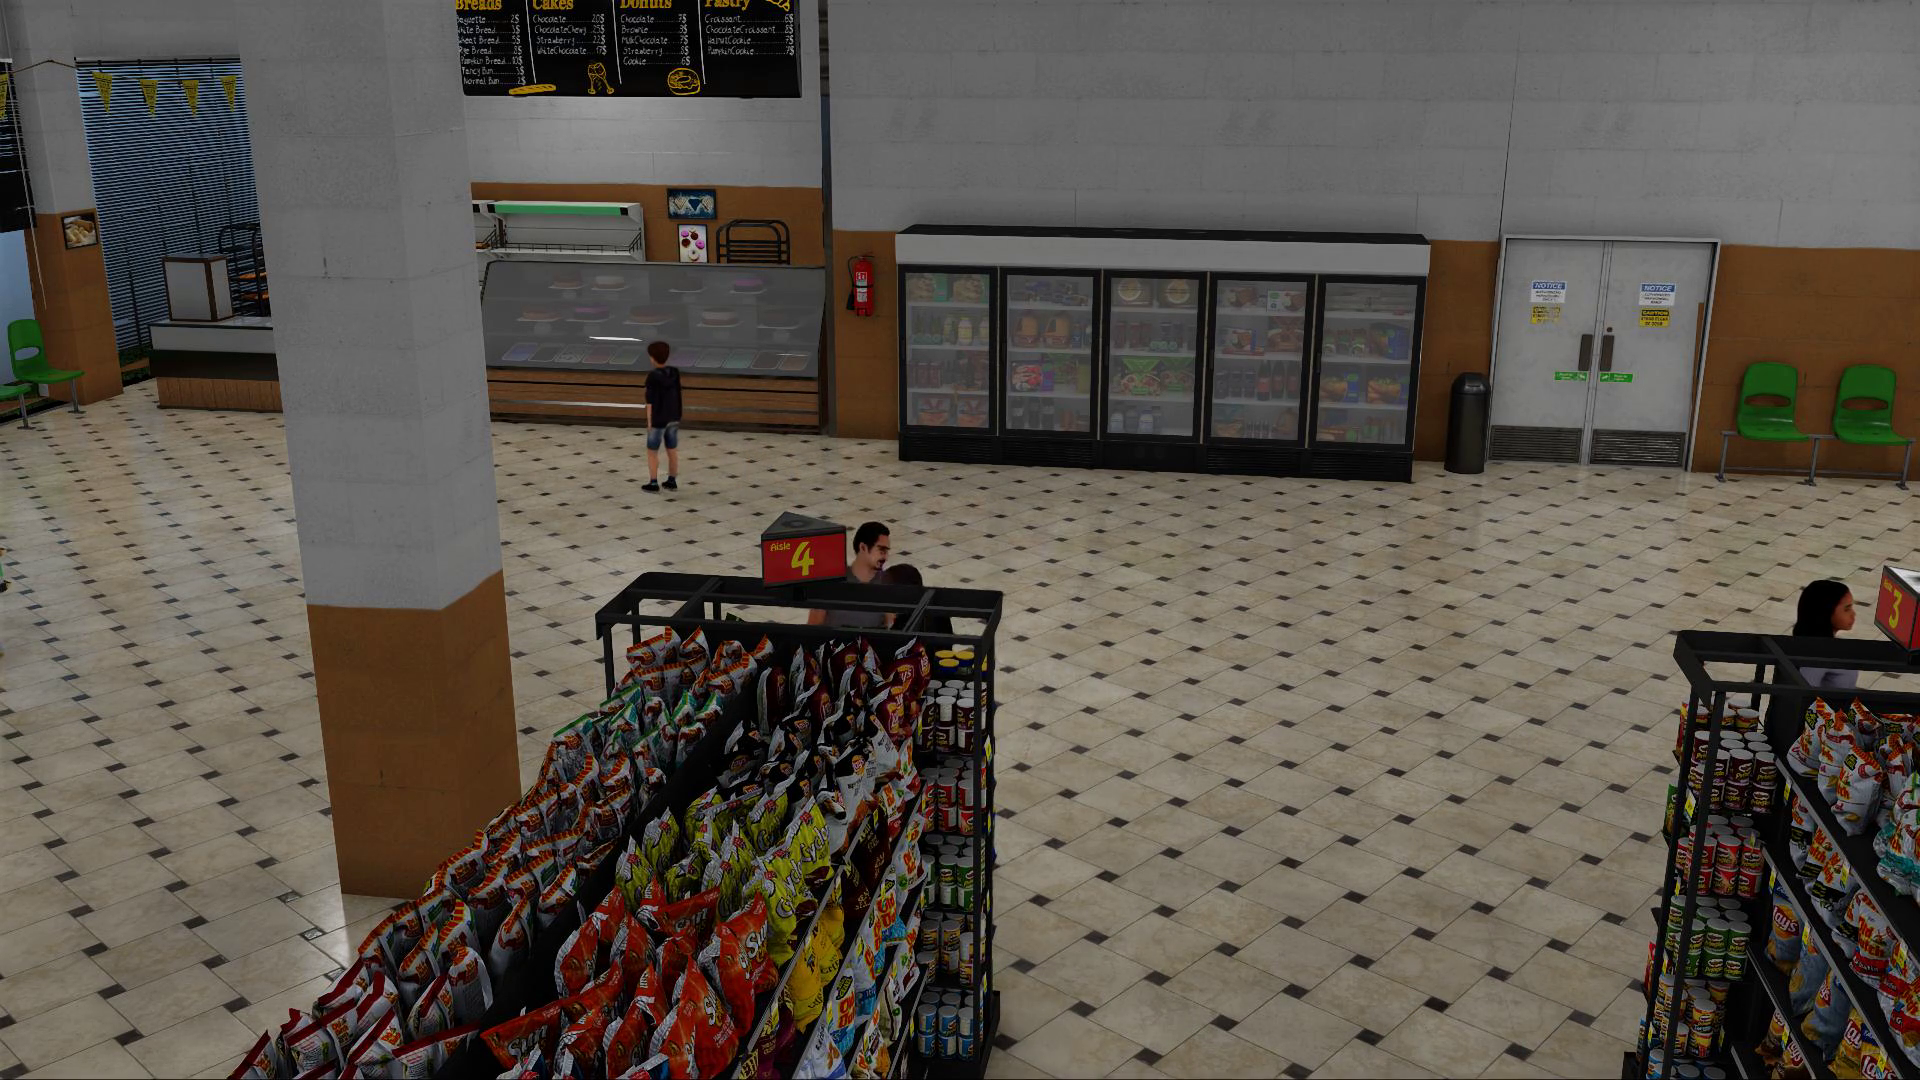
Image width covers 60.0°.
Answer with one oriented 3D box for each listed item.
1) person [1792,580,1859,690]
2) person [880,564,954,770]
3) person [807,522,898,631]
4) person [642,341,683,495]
[{"bbox_3d":[4.056,1.023,8.003,0.737,1.735,0.596,11,20,31],"label":"person"},{"bbox_3d":[-0.116,1.007,7.994,1.062,1.772,1.176,11,20,33],"label":"person"},{"bbox_3d":[-0.651,0.742,8.973,0.826,1.710,0.854,-4,17,-14],"label":"person"},{"bbox_3d":[-2.779,-1.156,15.677,0.660,1.445,0.725,-14,22,-38],"label":"person"}]
